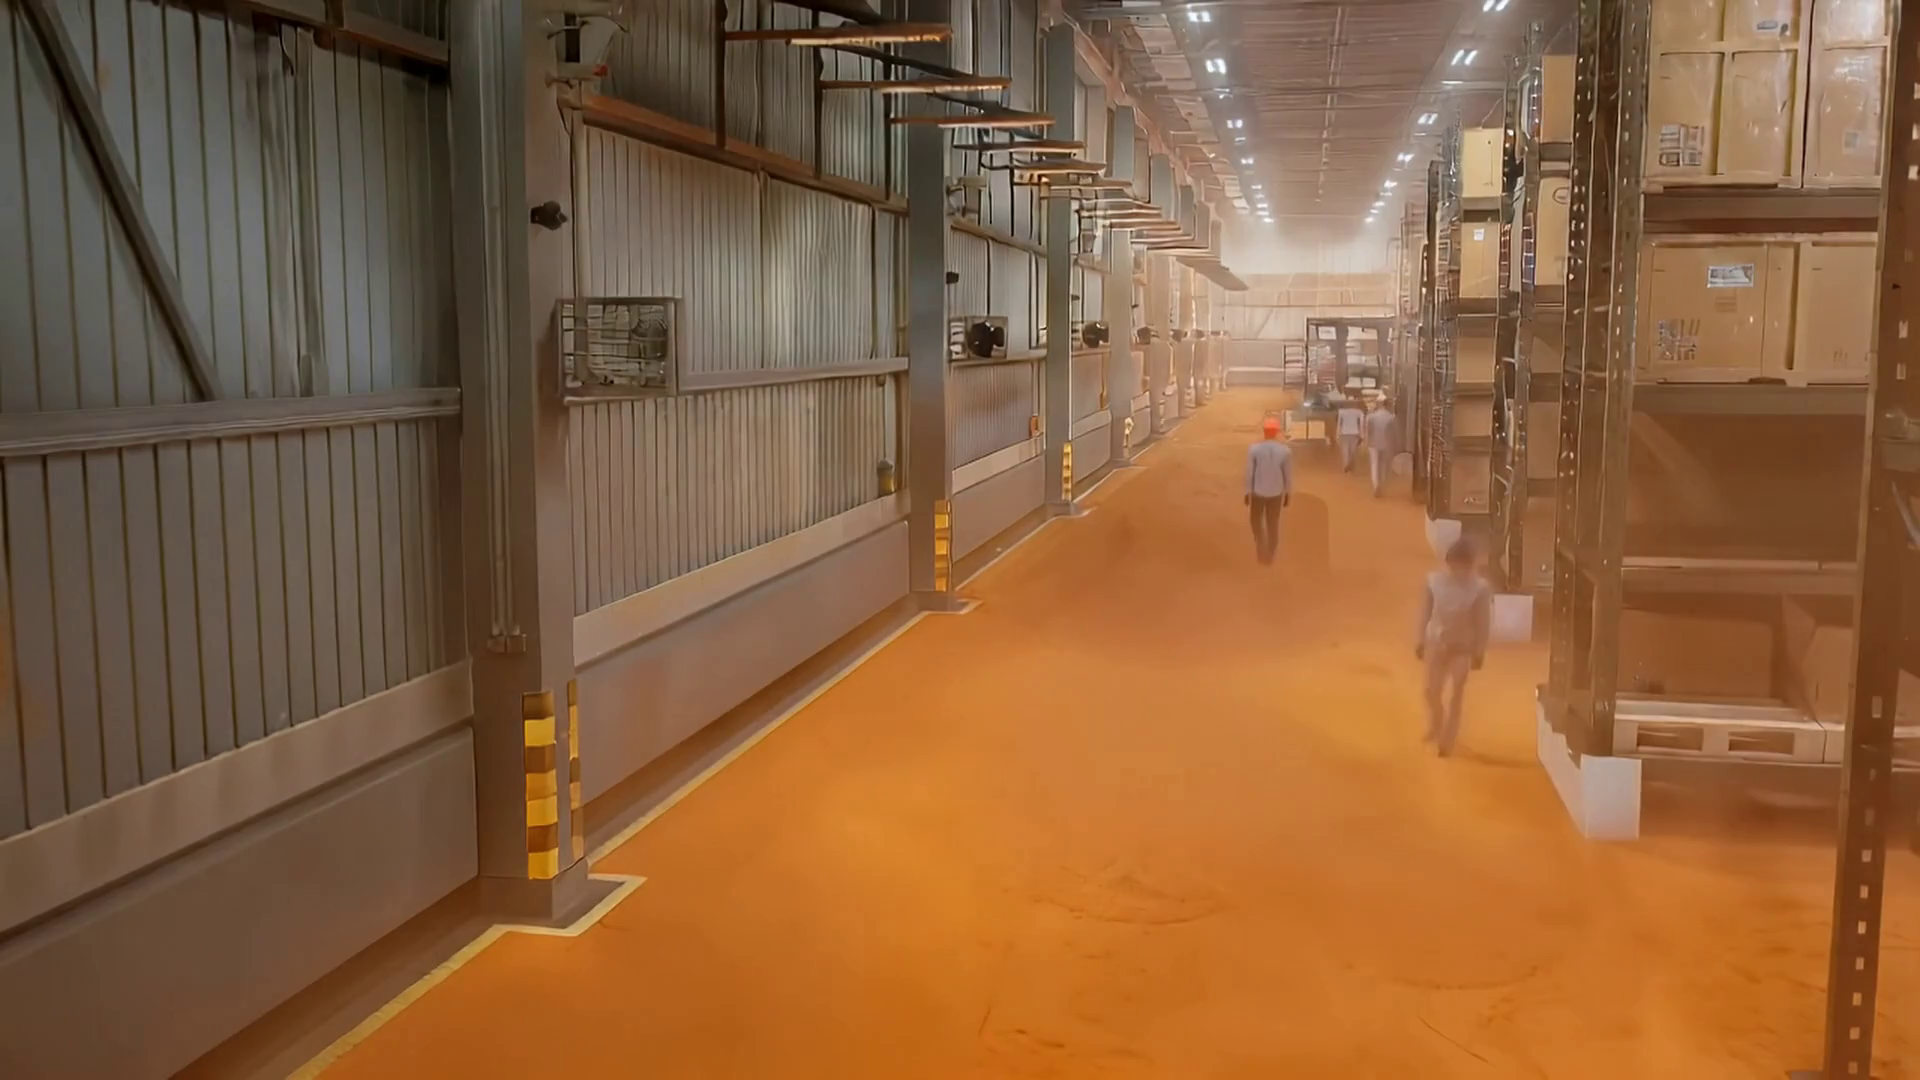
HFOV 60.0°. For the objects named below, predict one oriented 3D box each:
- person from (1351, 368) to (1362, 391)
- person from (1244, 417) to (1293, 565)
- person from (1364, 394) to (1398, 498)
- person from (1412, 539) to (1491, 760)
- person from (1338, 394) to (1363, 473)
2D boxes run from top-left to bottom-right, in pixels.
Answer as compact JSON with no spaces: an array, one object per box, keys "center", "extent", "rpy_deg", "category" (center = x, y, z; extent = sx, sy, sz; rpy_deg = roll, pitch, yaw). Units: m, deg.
[{"center":[14.319,-5.316,60.092],"extent":[0.502,1.834,0.584],"rpy_deg":[1,7,5],"category":"person"},{"center":[4.100,-0.645,22.116],"extent":[0.651,1.980,0.433],"rpy_deg":[0,7,1],"category":"person"},{"center":[7.885,-1.758,31.200],"extent":[0.612,1.952,1.018],"rpy_deg":[2,7,15],"category":"person"},{"center":[3.558,0.786,12.060],"extent":[0.537,1.616,0.363],"rpy_deg":[3,8,24],"category":"person"},{"center":[8.517,-2.299,36.304],"extent":[0.529,1.749,0.641],"rpy_deg":[1,7,8],"category":"person"}]
